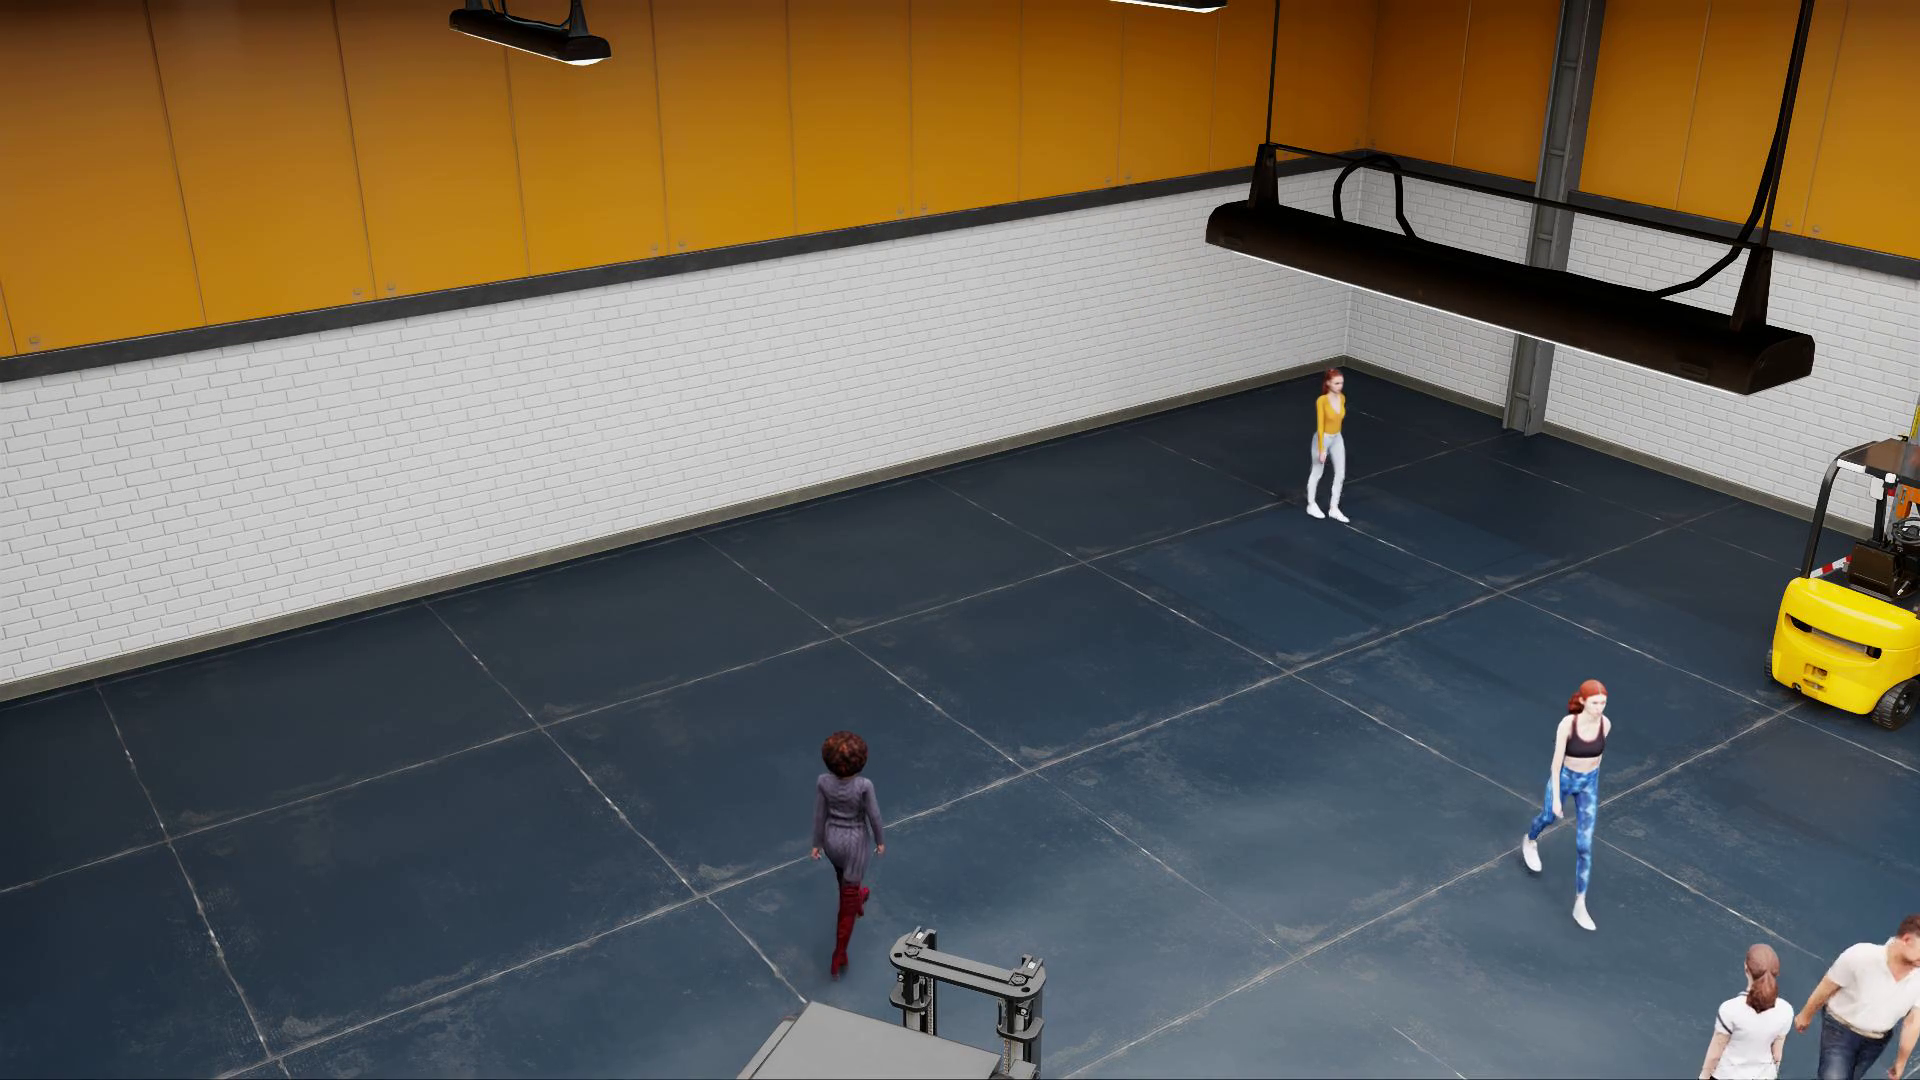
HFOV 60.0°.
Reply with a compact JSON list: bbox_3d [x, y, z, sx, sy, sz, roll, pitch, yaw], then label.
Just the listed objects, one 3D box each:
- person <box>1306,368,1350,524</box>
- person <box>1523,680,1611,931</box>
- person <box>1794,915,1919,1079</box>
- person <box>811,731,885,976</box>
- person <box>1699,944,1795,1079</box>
[{"bbox_3d":[3.967,-1.061,18.281,0.625,1.732,0.800,-11,26,-24],"label":"person"},{"bbox_3d":[4.289,1.764,11.816,1.031,1.735,1.305,-2,24,-5],"label":"person"},{"bbox_3d":[5.039,2.773,9.433,1.088,1.794,1.134,10,26,22],"label":"person"},{"bbox_3d":[-0.777,2.112,11.102,1.094,1.668,1.119,6,24,13],"label":"person"},{"bbox_3d":[4.222,3.008,8.979,0.931,1.727,1.075,0,24,1],"label":"person"}]
